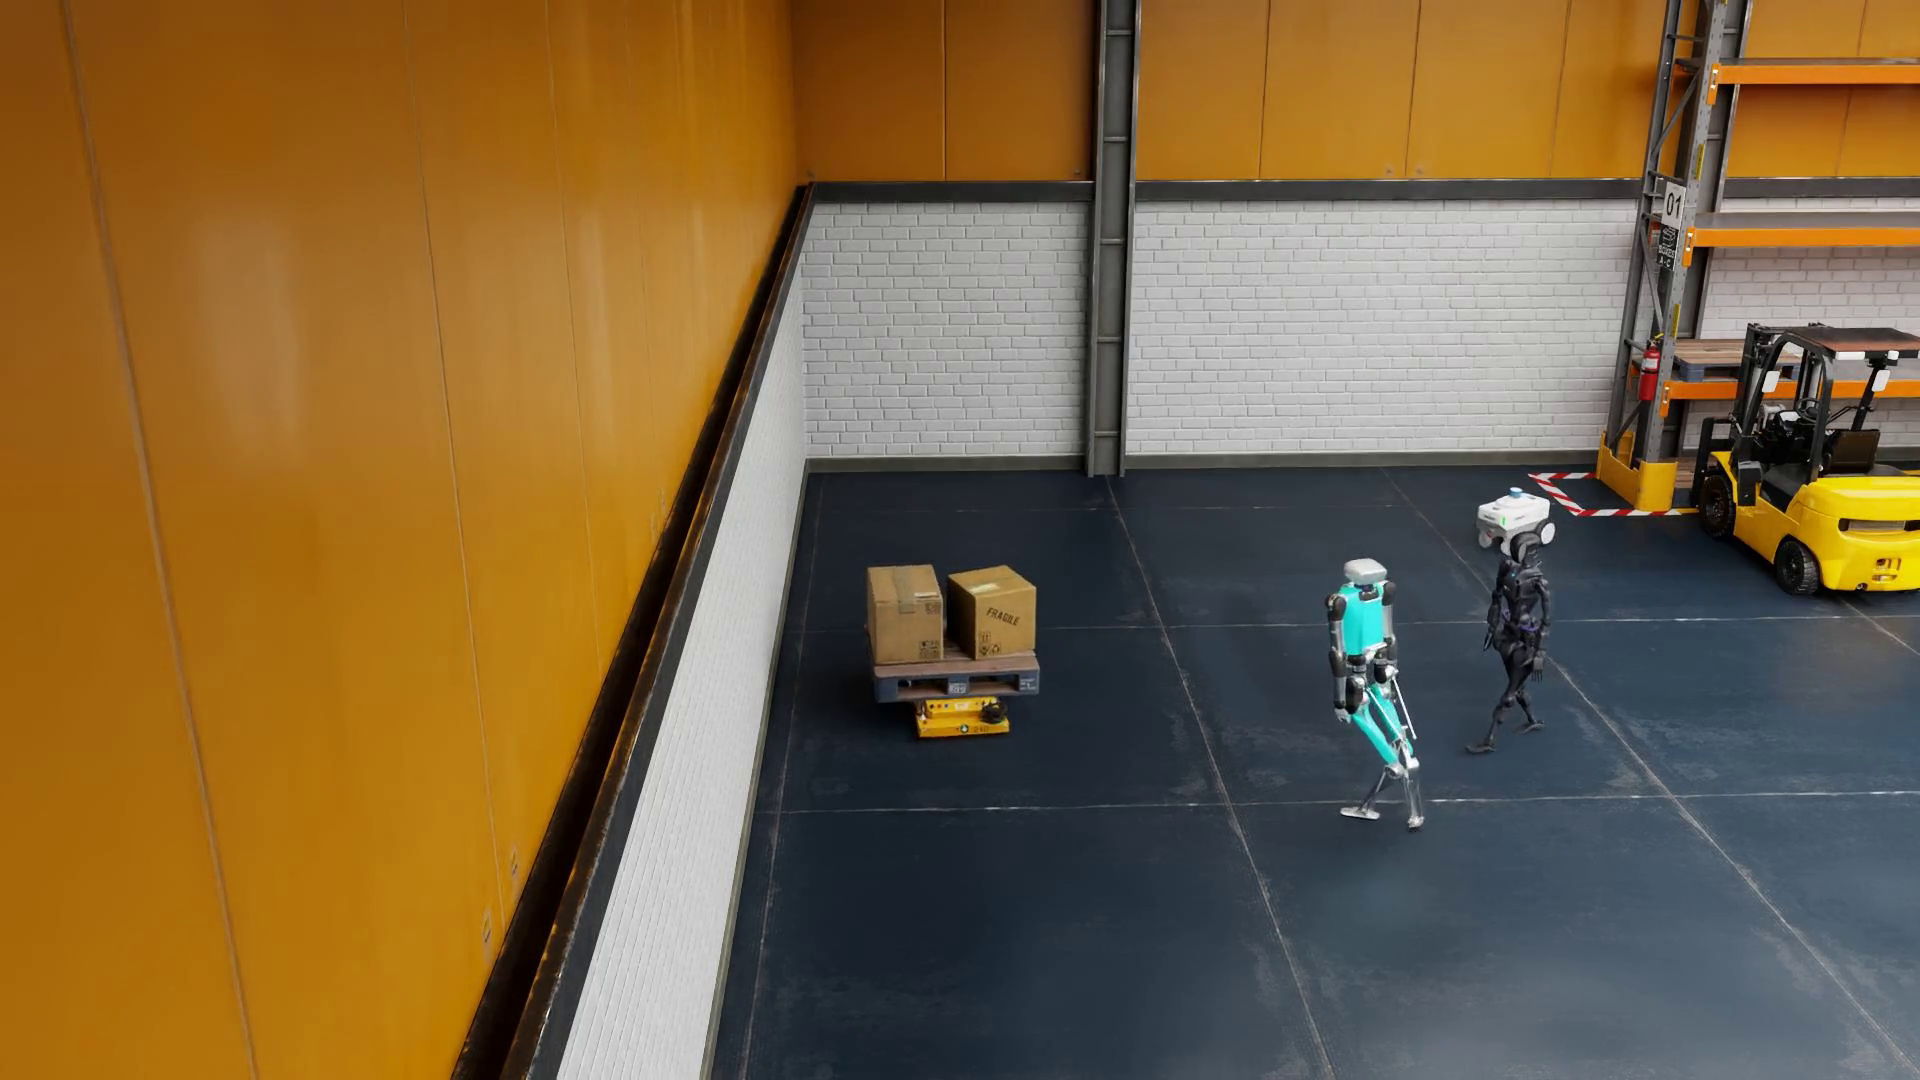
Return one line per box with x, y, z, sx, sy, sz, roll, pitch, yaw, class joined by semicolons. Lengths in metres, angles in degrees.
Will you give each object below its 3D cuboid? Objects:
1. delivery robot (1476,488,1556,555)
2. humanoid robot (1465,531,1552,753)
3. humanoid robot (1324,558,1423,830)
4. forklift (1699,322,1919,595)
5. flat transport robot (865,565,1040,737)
5.243;-0.190;15.682;0.786;0.614;0.524;-13;24;-32;delivery robot
3.918;0.697;11.701;0.787;1.617;0.616;-8;22;-21;humanoid robot
2.733;1.053;10.584;0.591;1.781;0.869;-11;23;-28;humanoid robot
7.809;-0.792;14.926;1.214;2.155;2.313;-1;20;-2;forklift
-0.065;1.088;12.602;0.659;0.231;1.431;-2;20;-7;flat transport robot
